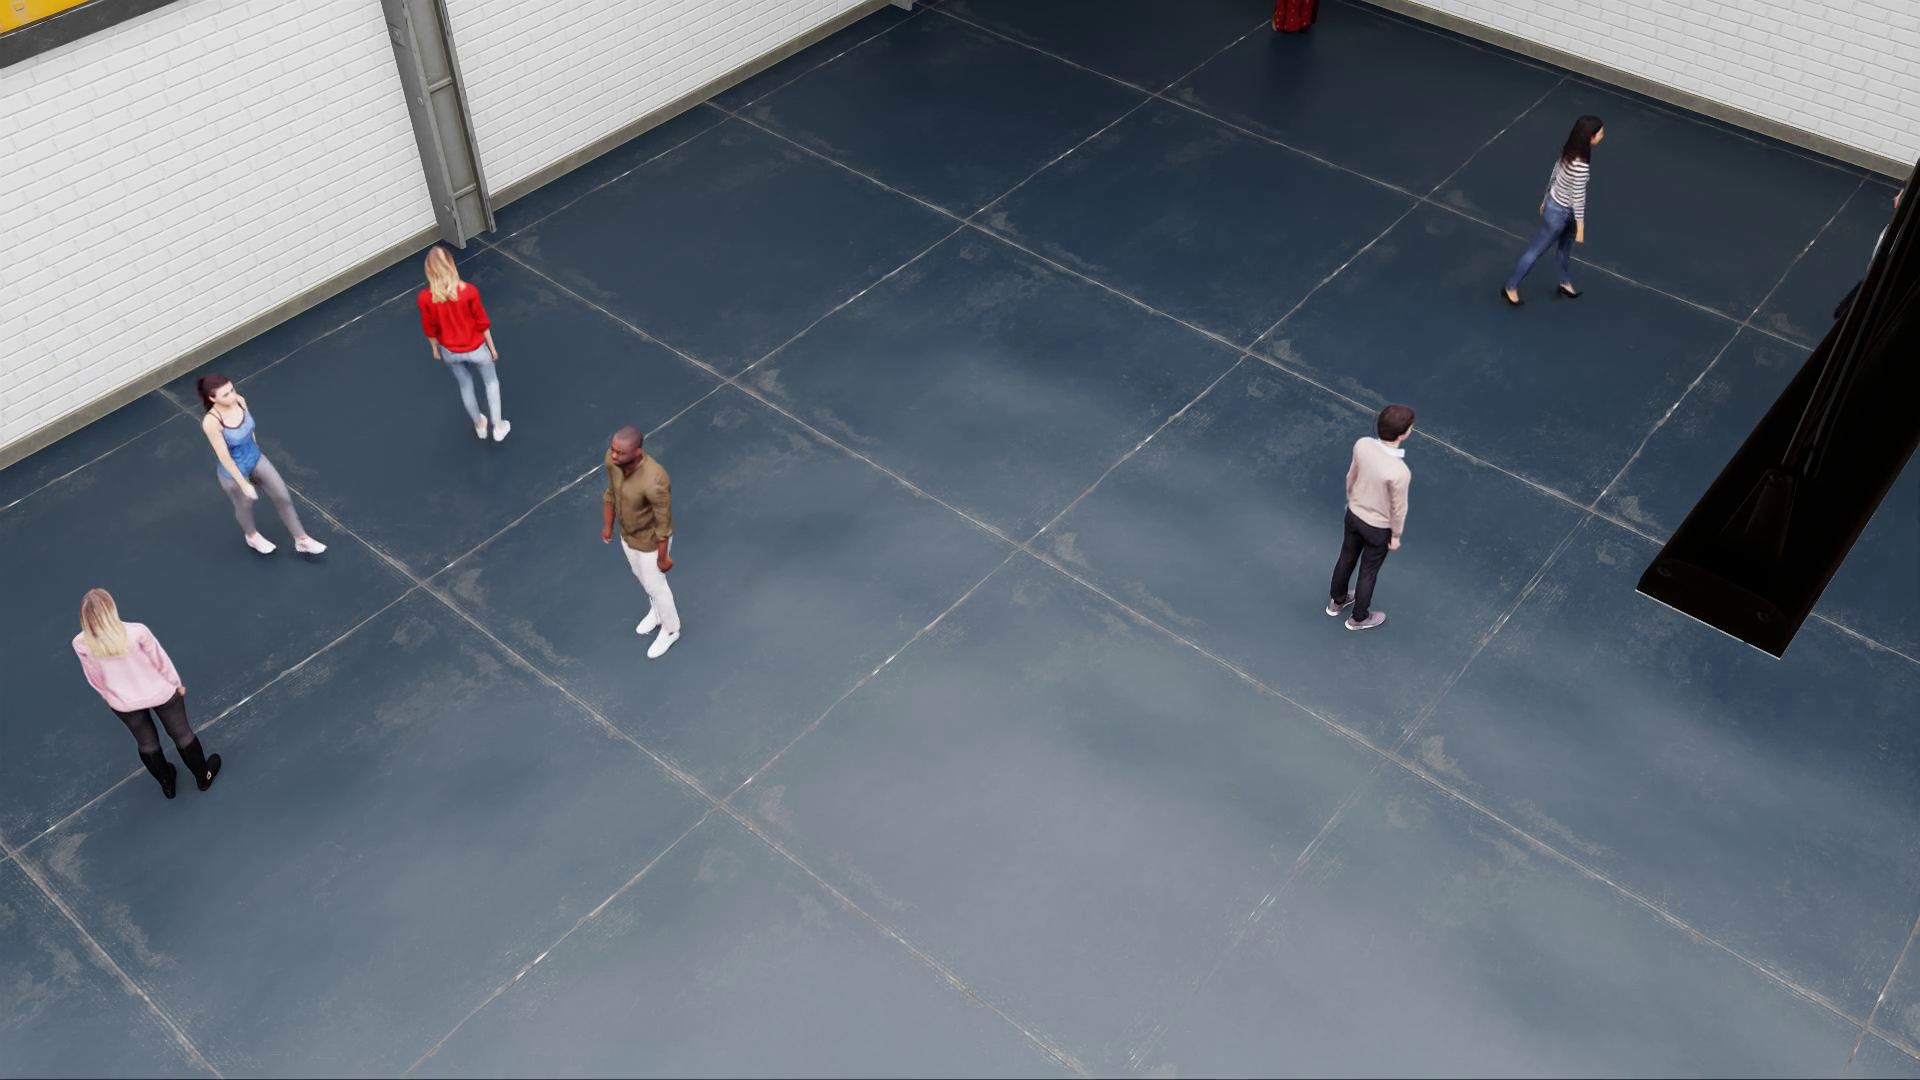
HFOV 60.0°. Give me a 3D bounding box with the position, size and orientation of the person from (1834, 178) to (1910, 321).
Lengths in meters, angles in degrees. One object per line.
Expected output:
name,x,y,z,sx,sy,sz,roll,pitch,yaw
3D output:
person,7.094,-1.891,12.607,0.903,1.902,0.735,16,46,16

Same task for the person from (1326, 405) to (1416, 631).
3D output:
person,2.687,-0.150,10.847,0.637,1.808,0.687,-24,49,-23

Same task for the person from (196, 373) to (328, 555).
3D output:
person,-4.968,-0.506,11.385,0.777,1.582,0.874,18,46,18

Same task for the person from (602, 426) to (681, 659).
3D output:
person,-2.027,-0.061,10.742,0.646,1.824,0.752,-34,53,-31

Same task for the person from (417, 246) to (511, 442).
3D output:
person,-3.644,-1.373,12.208,0.745,1.700,0.819,-7,44,-7

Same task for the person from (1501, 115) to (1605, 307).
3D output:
person,4.744,-2.614,13.470,1.010,1.758,0.992,1,44,1

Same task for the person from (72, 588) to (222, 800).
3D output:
person,-4.831,0.910,9.822,0.662,1.688,0.749,-9,44,-9

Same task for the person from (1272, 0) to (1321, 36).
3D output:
person,3.543,-6.009,17.126,0.756,1.630,0.821,-5,44,-5
